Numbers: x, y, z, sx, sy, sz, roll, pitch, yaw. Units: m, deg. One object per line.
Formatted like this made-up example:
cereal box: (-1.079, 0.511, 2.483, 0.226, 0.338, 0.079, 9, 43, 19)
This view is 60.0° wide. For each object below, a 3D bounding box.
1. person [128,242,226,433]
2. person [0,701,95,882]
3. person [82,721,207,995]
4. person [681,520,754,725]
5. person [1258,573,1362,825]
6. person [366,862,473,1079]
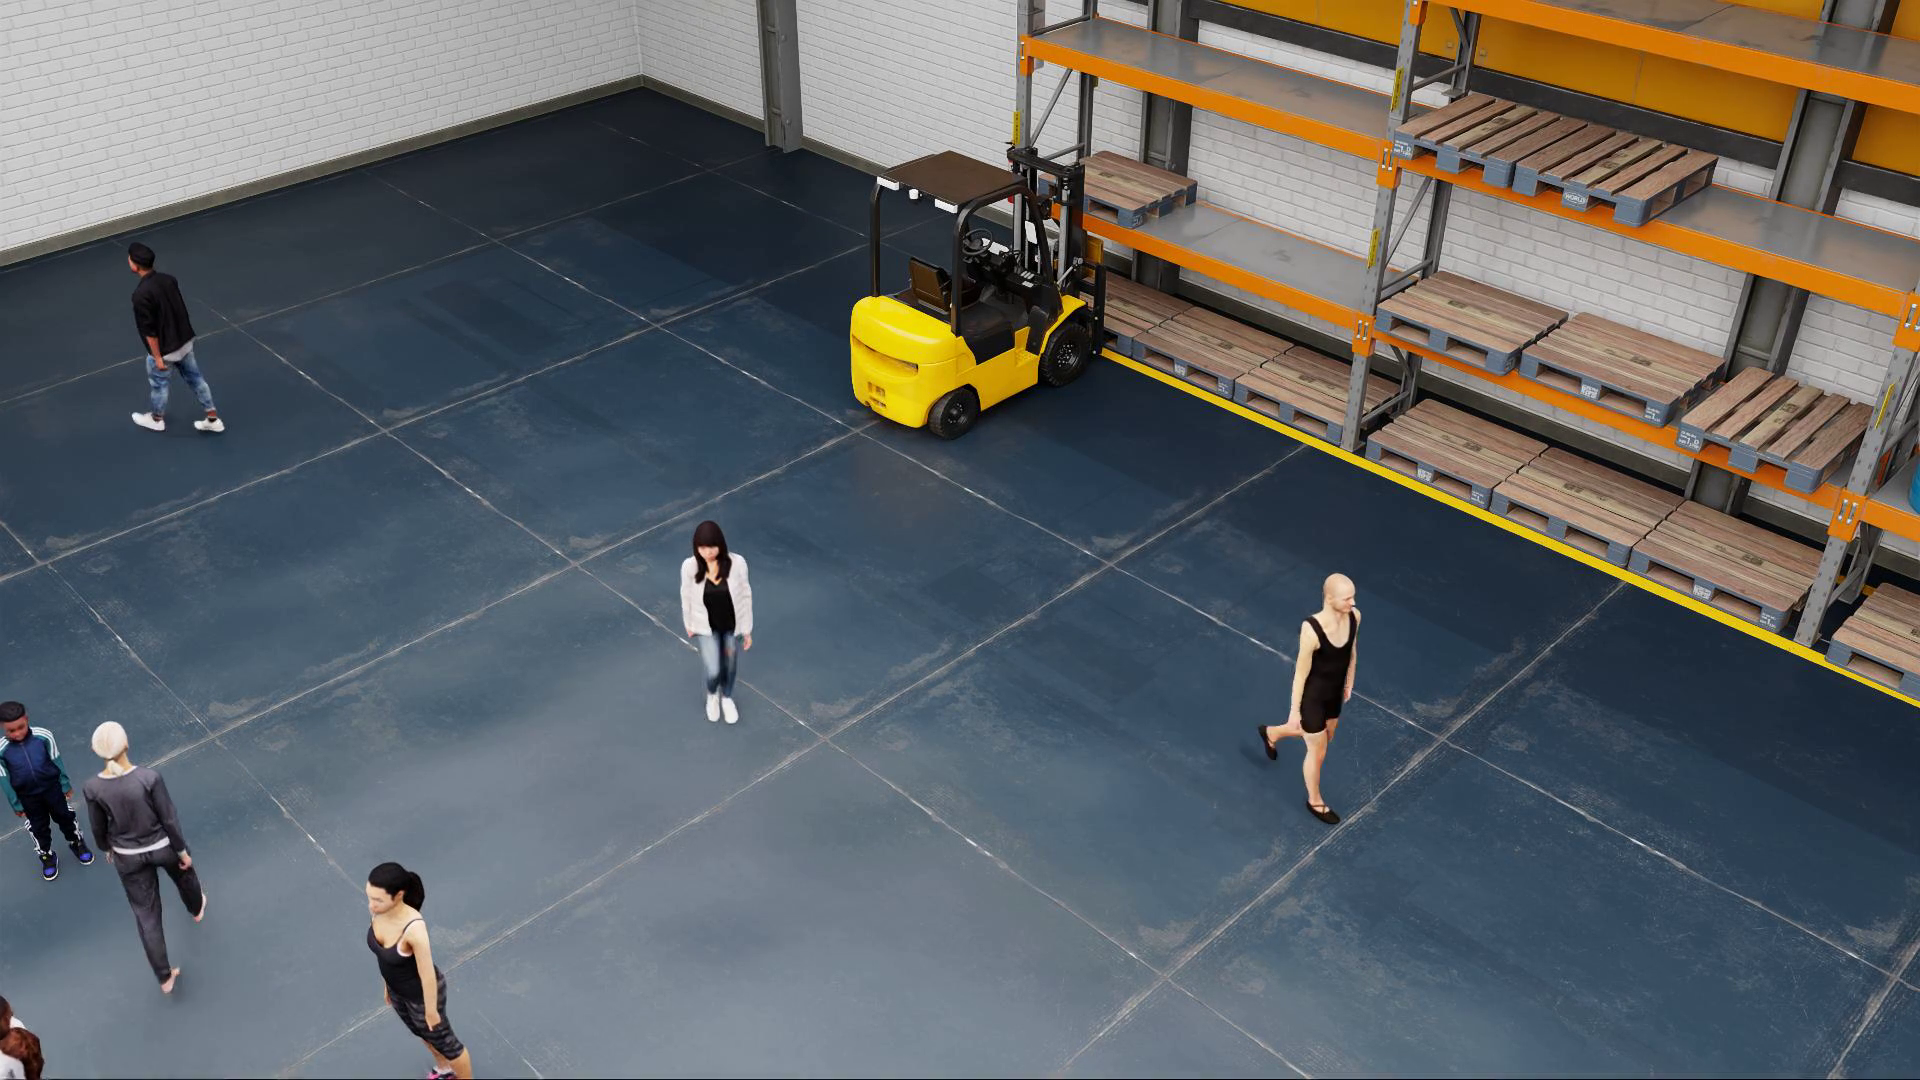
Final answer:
person: (-6.782, -1.702, 14.429, 1.150, 1.782, 0.991, 9, 35, 13)
person: (-5.606, 1.486, 10.107, 0.521, 1.256, 0.504, -22, 40, -30)
person: (-4.552, 1.774, 9.284, 0.943, 1.688, 1.170, -10, 35, -14)
person: (-1.631, 0.511, 11.243, 0.729, 1.623, 0.761, -8, 34, -12)
person: (2.197, 0.922, 10.467, 0.724, 1.798, 1.042, -23, 40, -31)
person: (-2.761, 2.280, 8.493, 0.480, 1.721, 0.628, 25, 41, 32)
